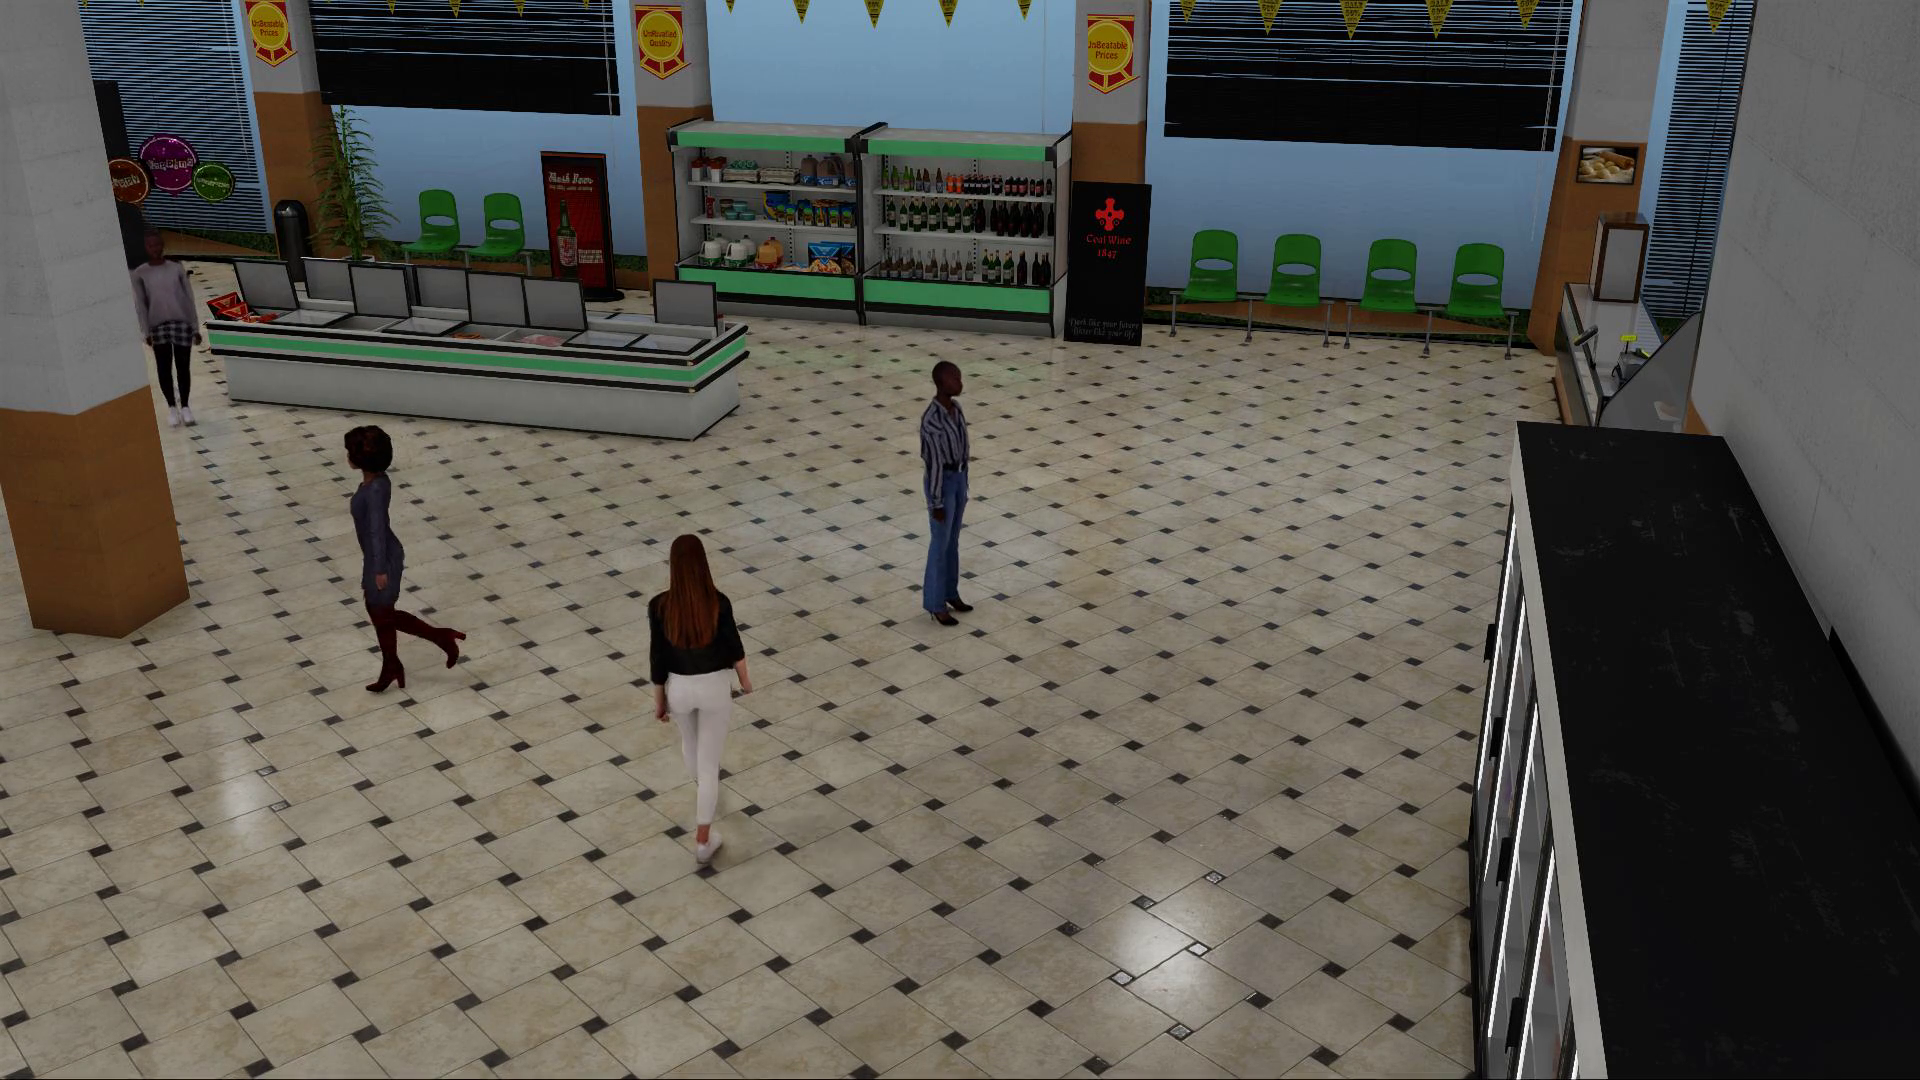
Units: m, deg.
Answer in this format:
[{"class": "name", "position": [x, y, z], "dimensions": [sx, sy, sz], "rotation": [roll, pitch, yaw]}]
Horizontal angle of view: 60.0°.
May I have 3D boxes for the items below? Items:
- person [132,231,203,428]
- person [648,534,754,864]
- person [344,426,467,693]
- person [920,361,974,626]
[{"class": "person", "position": [-7.182, -1.936, 15.115], "dimensions": [0.740, 1.761, 0.796], "rotation": [-13, 25, -29]}, {"class": "person", "position": [-1.332, 0.826, 8.363], "dimensions": [1.027, 1.670, 0.784], "rotation": [3, 22, 6]}, {"class": "person", "position": [-3.402, 0.143, 10.031], "dimensions": [0.969, 1.694, 0.857], "rotation": [-7, 23, -17]}, {"class": "person", "position": [-0.113, -0.329, 11.071], "dimensions": [0.567, 1.794, 0.663], "rotation": [9, 24, 22]}]
